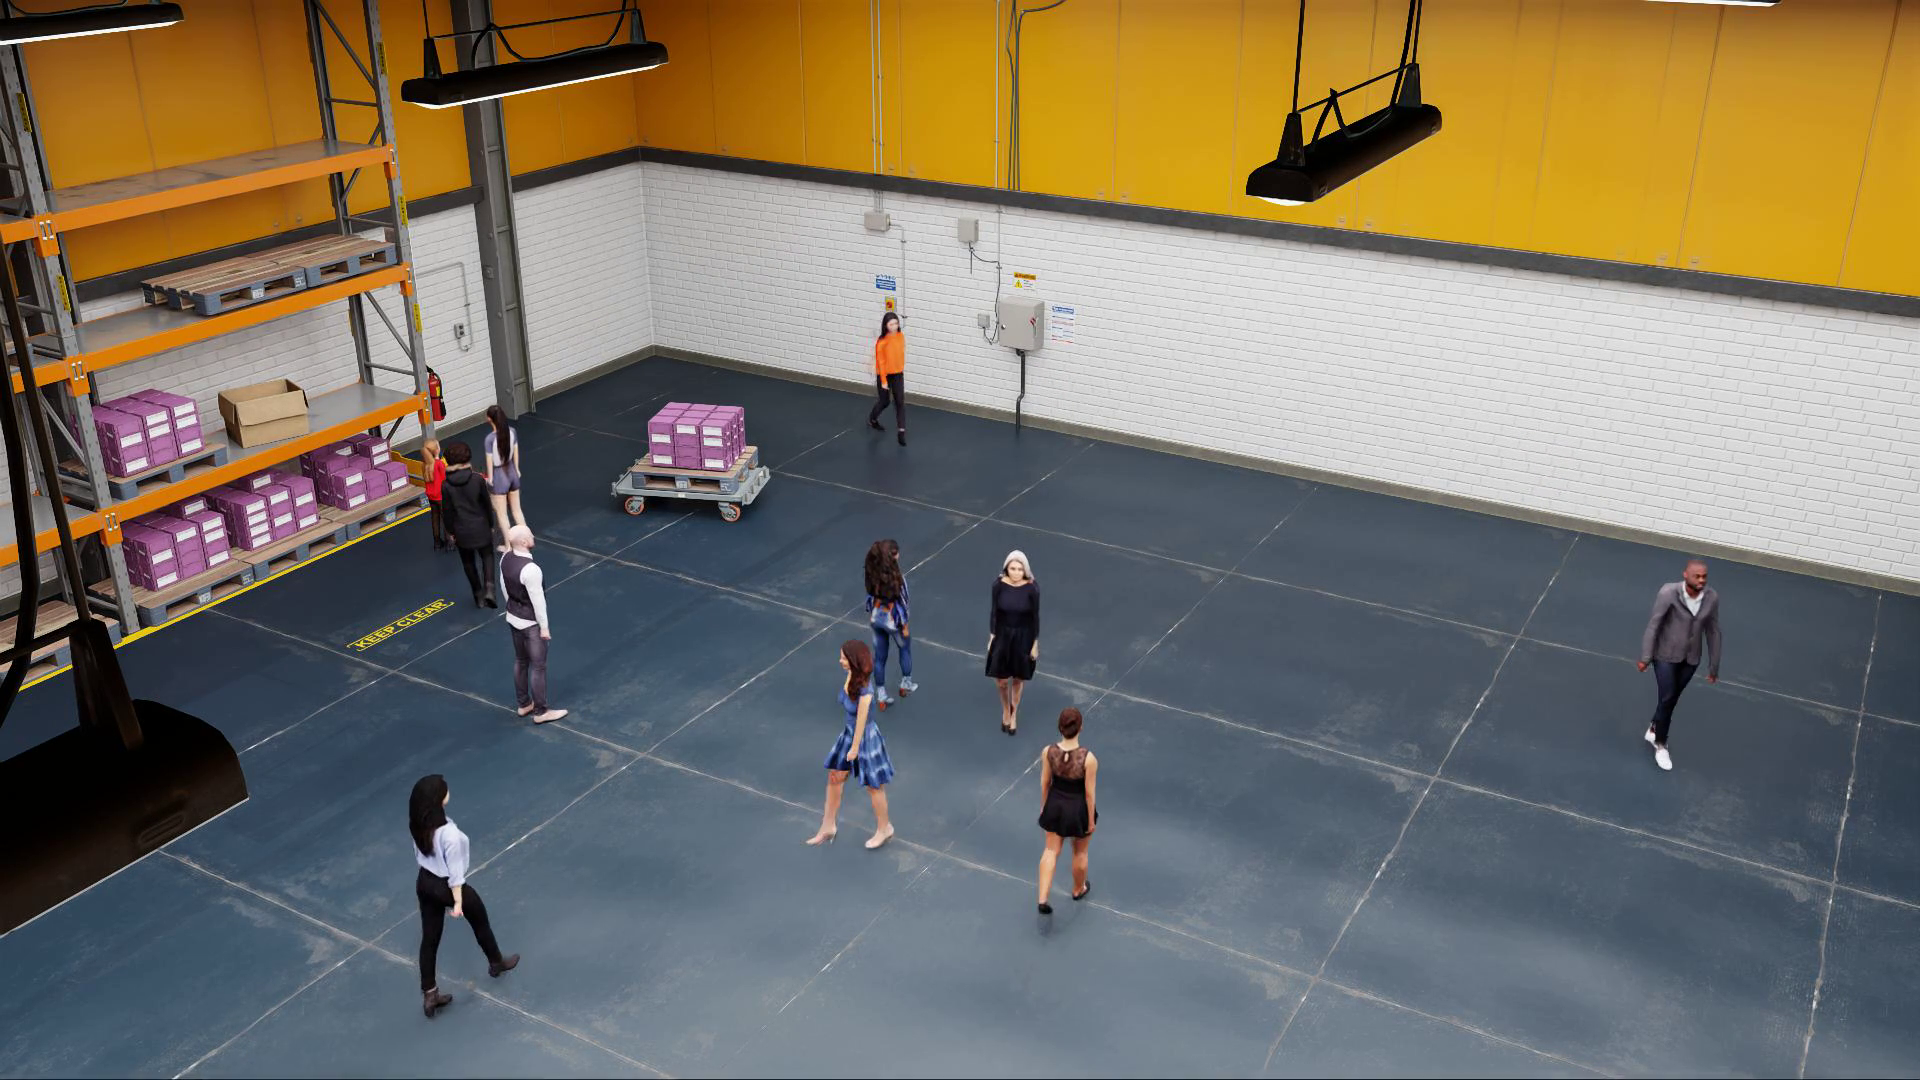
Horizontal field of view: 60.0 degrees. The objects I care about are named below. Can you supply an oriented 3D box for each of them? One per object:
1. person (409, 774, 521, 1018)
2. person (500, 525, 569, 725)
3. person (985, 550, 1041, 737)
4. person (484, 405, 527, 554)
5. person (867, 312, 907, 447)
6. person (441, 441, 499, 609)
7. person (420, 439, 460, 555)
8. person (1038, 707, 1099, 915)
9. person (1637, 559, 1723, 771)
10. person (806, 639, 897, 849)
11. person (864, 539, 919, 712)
[{"bbox_3d":[-3.446,2.348,10.853,0.641,1.716,0.941,13,27,27],"label":"person"},{"bbox_3d":[-3.751,0.717,14.453,0.742,1.822,0.671,21,31,39],"label":"person"},{"bbox_3d":[0.463,0.856,14.242,0.739,1.736,0.801,2,24,5],"label":"person"},{"bbox_3d":[-4.854,-0.649,17.799,0.649,1.644,0.480,15,28,31],"label":"person"},{"bbox_3d":[-0.917,-2.047,20.922,1.026,1.705,0.955,-19,30,-36],"label":"person"},{"bbox_3d":[-4.812,-0.096,16.384,0.931,1.765,0.979,-6,24,-14],"label":"person"},{"bbox_3d":[-5.603,-0.484,17.877,0.482,1.280,0.501,13,27,27],"label":"person"},{"bbox_3d":[0.737,1.952,11.819,0.632,1.668,0.917,10,26,22],"label":"person"},{"bbox_3d":[5.969,0.950,13.947,0.989,1.799,1.058,-1,24,-3],"label":"person"},{"bbox_3d":[-0.670,1.562,12.567,1.024,1.785,0.922,-11,26,-23],"label":"person"},{"bbox_3d":[-0.666,0.765,14.614,0.627,1.604,0.719,13,27,26],"label":"person"}]
